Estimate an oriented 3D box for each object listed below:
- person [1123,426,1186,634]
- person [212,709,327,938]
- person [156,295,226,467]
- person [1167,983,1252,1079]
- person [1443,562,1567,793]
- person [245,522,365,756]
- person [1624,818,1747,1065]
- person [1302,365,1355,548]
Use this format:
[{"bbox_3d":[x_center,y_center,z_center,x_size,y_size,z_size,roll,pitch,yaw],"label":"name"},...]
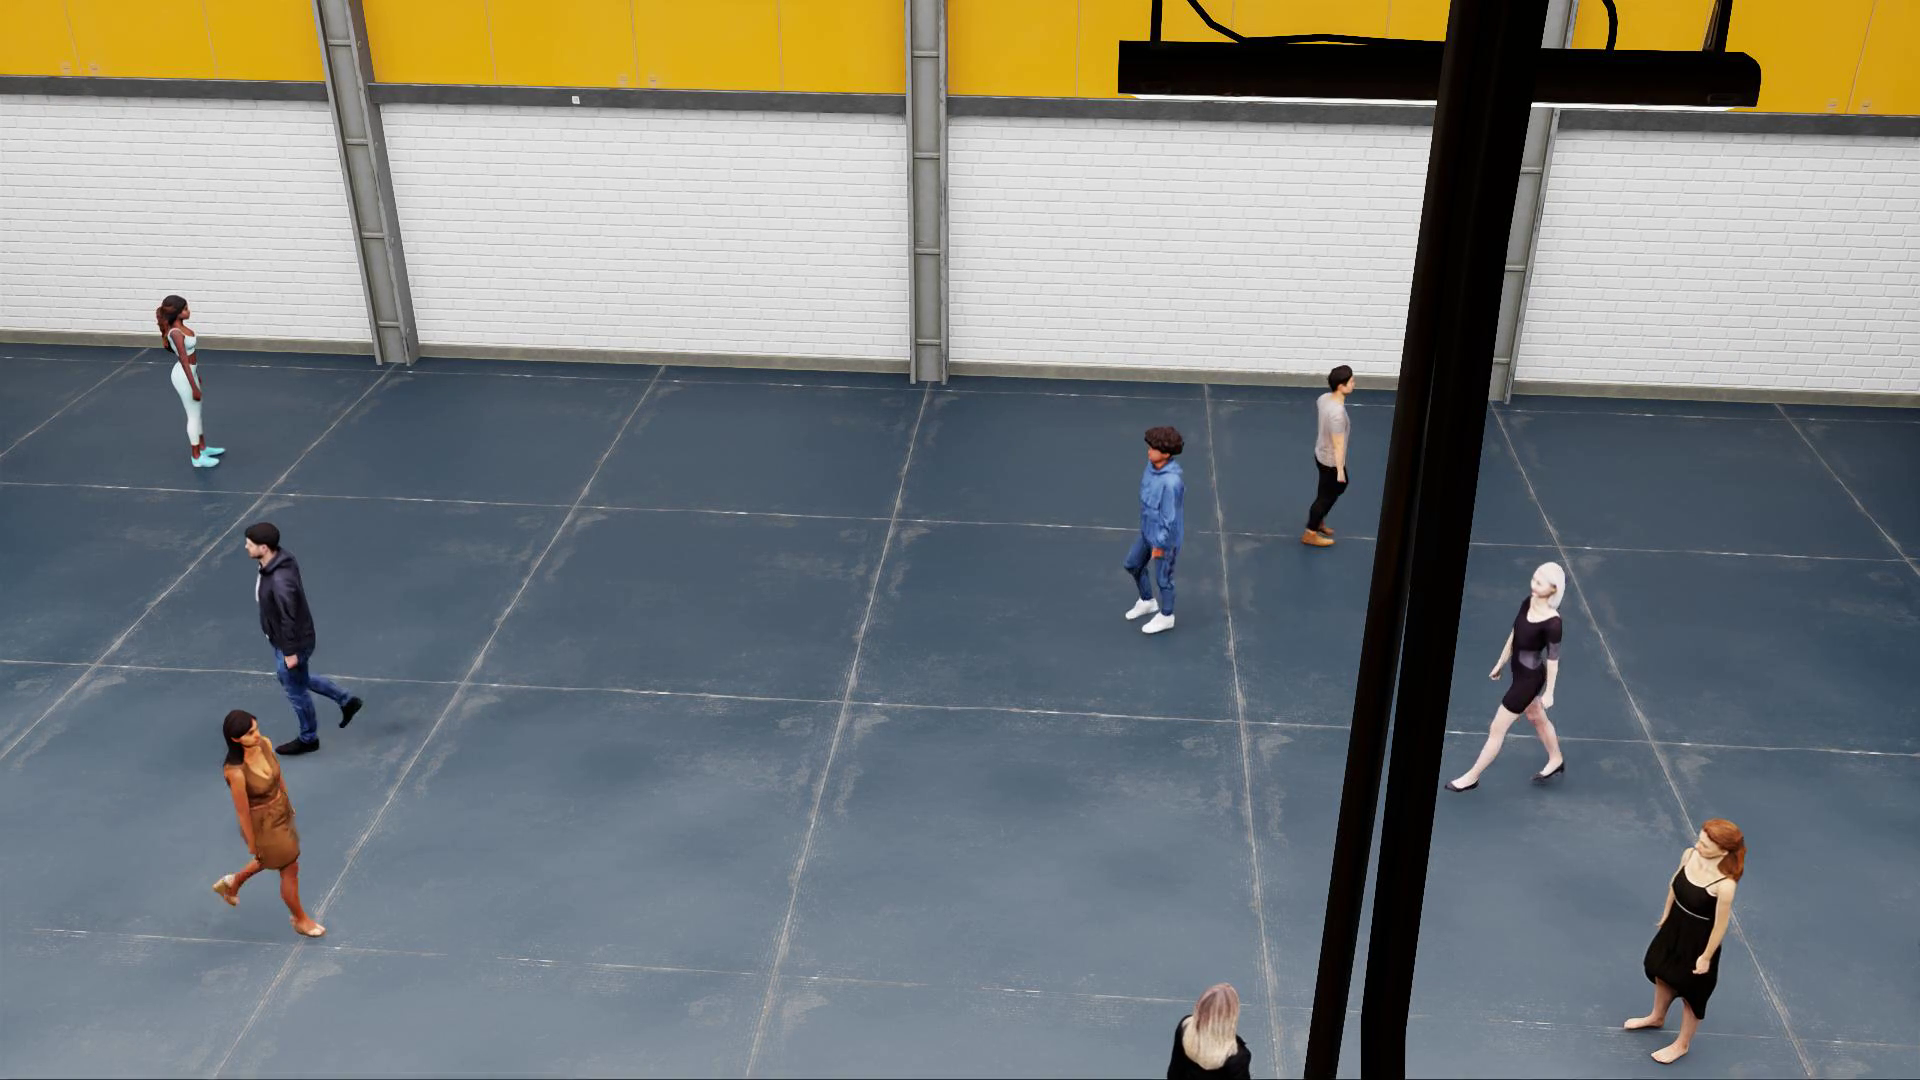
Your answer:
[{"bbox_3d":[1.670,-0.084,13.257,0.785,1.795,0.785,-10,30,-18],"label":"person"},{"bbox_3d":[-4.268,1.724,10.078,0.903,1.664,0.568,2,29,4],"label":"person"},{"bbox_3d":[-7.433,-1.538,15.995,0.665,1.724,0.648,-11,30,-19],"label":"person"},{"bbox_3d":[1.193,2.817,8.051,0.670,1.685,0.750,25,37,37],"label":"person"},{"bbox_3d":[3.950,0.966,11.346,1.205,1.781,0.793,-5,29,-8],"label":"person"},{"bbox_3d":[-4.633,0.685,11.757,1.029,1.880,0.912,-11,30,-19],"label":"person"},{"bbox_3d":[4.076,2.203,9.241,0.654,1.625,0.634,-7,29,-12],"label":"person"},{"bbox_3d":[3.154,-0.727,14.522,0.625,1.711,0.643,0,29,0],"label":"person"}]
